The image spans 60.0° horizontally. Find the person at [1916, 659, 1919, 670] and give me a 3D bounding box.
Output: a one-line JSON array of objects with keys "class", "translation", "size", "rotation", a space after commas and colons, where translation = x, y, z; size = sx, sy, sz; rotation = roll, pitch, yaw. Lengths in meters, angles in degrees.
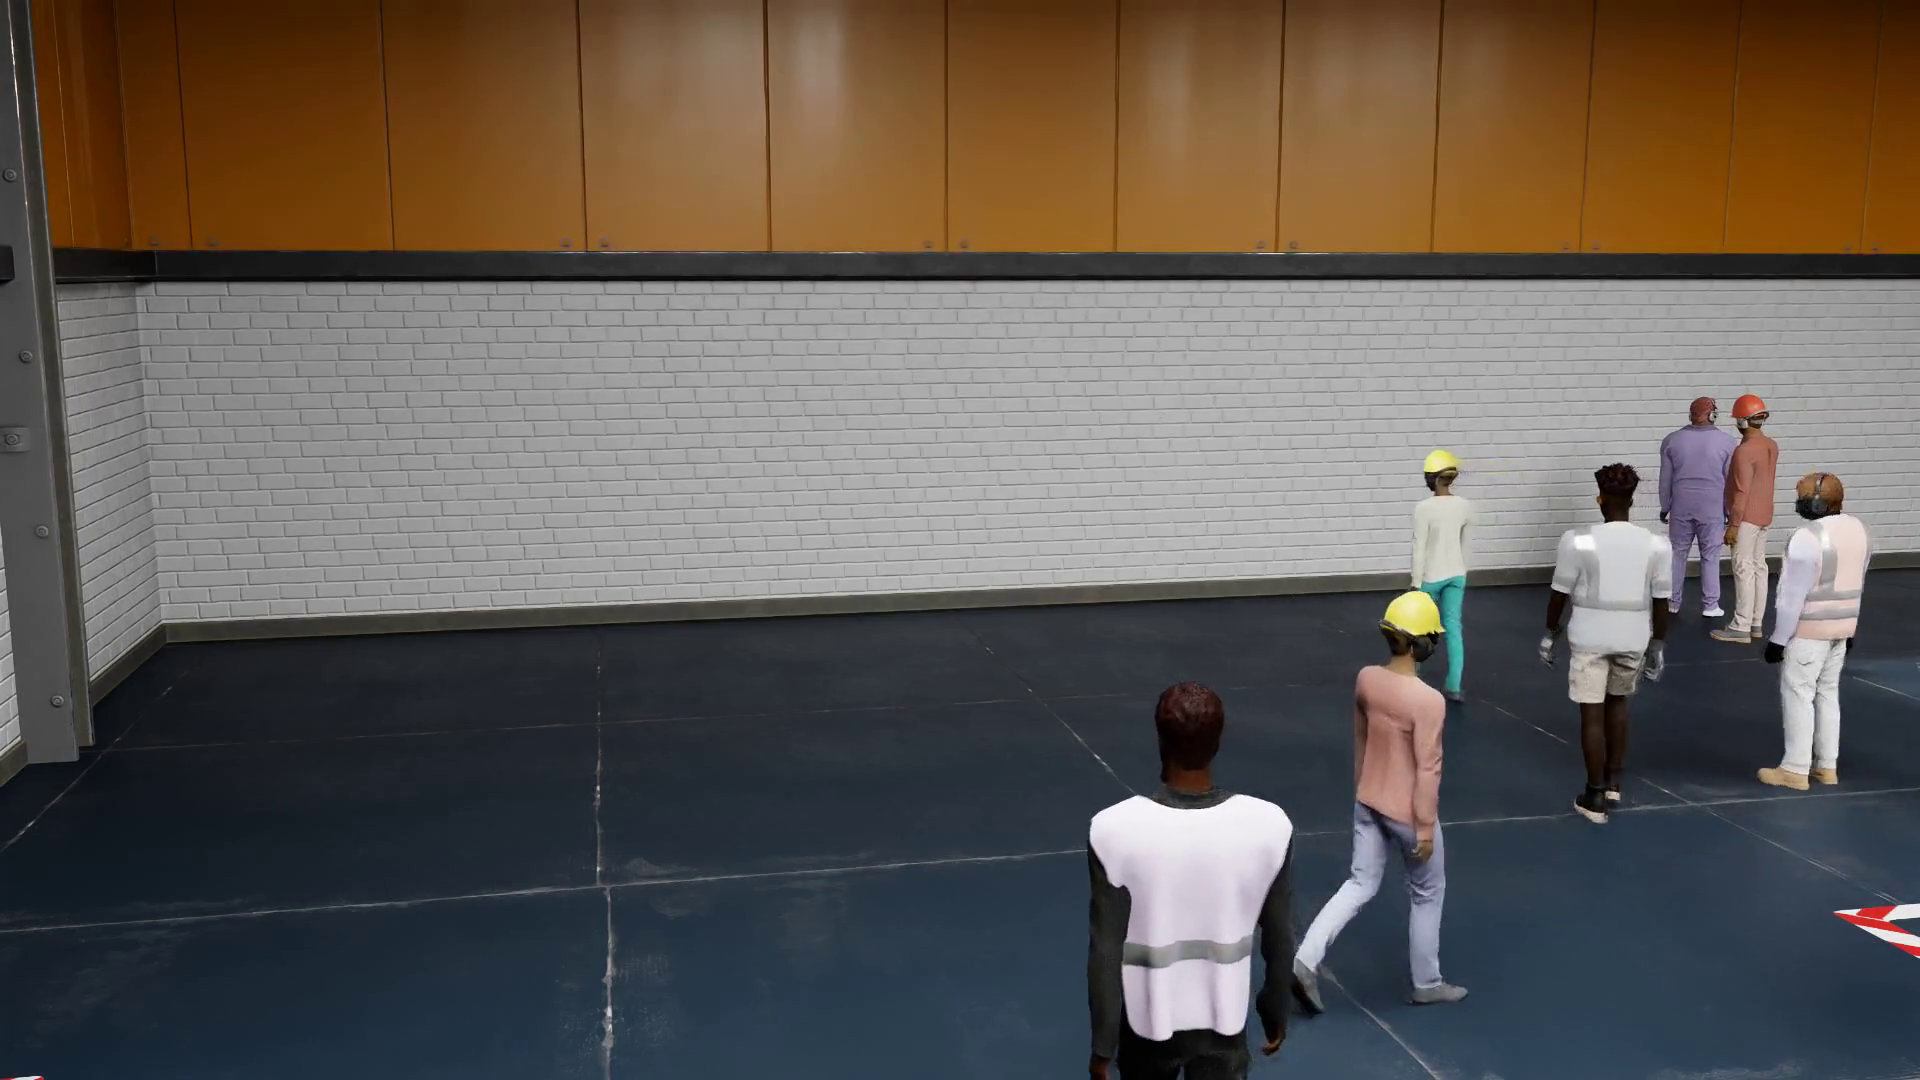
[{"class": "person", "translation": [5.780, 0.503, 9.511], "size": [0.591, 1.903, 0.503], "rotation": [0, 9, -2]}]

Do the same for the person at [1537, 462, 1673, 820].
[{"class": "person", "translation": [3.544, 0.539, 9.198], "size": [0.627, 1.943, 0.692], "rotation": [0, 9, -1]}]

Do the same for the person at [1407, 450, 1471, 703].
[{"class": "person", "translation": [3.272, 0.240, 11.618], "size": [0.542, 1.740, 0.726], "rotation": [-4, 10, -25]}]

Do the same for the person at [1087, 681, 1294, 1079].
[{"class": "person", "translation": [0.651, 1.320, 4.659], "size": [0.610, 1.873, 1.003], "rotation": [-1, 9, -5]}]

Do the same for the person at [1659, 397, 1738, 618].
[{"class": "person", "translation": [6.352, -0.280, 14.313], "size": [0.636, 1.902, 0.406], "rotation": [6, 11, 34]}]

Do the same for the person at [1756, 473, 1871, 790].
[{"class": "person", "translation": [4.933, 0.532, 9.604], "size": [0.671, 1.837, 0.430], "rotation": [-5, 11, -29]}]

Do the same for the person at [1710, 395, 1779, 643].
[{"class": "person", "translation": [6.319, -0.171, 13.375], "size": [0.610, 1.989, 0.391], "rotation": [-8, 12, -41]}]

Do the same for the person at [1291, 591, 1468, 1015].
[{"class": "person", "translation": [1.687, 1.062, 6.637], "size": [0.801, 1.741, 0.529], "rotation": [-4, 10, -24]}]
